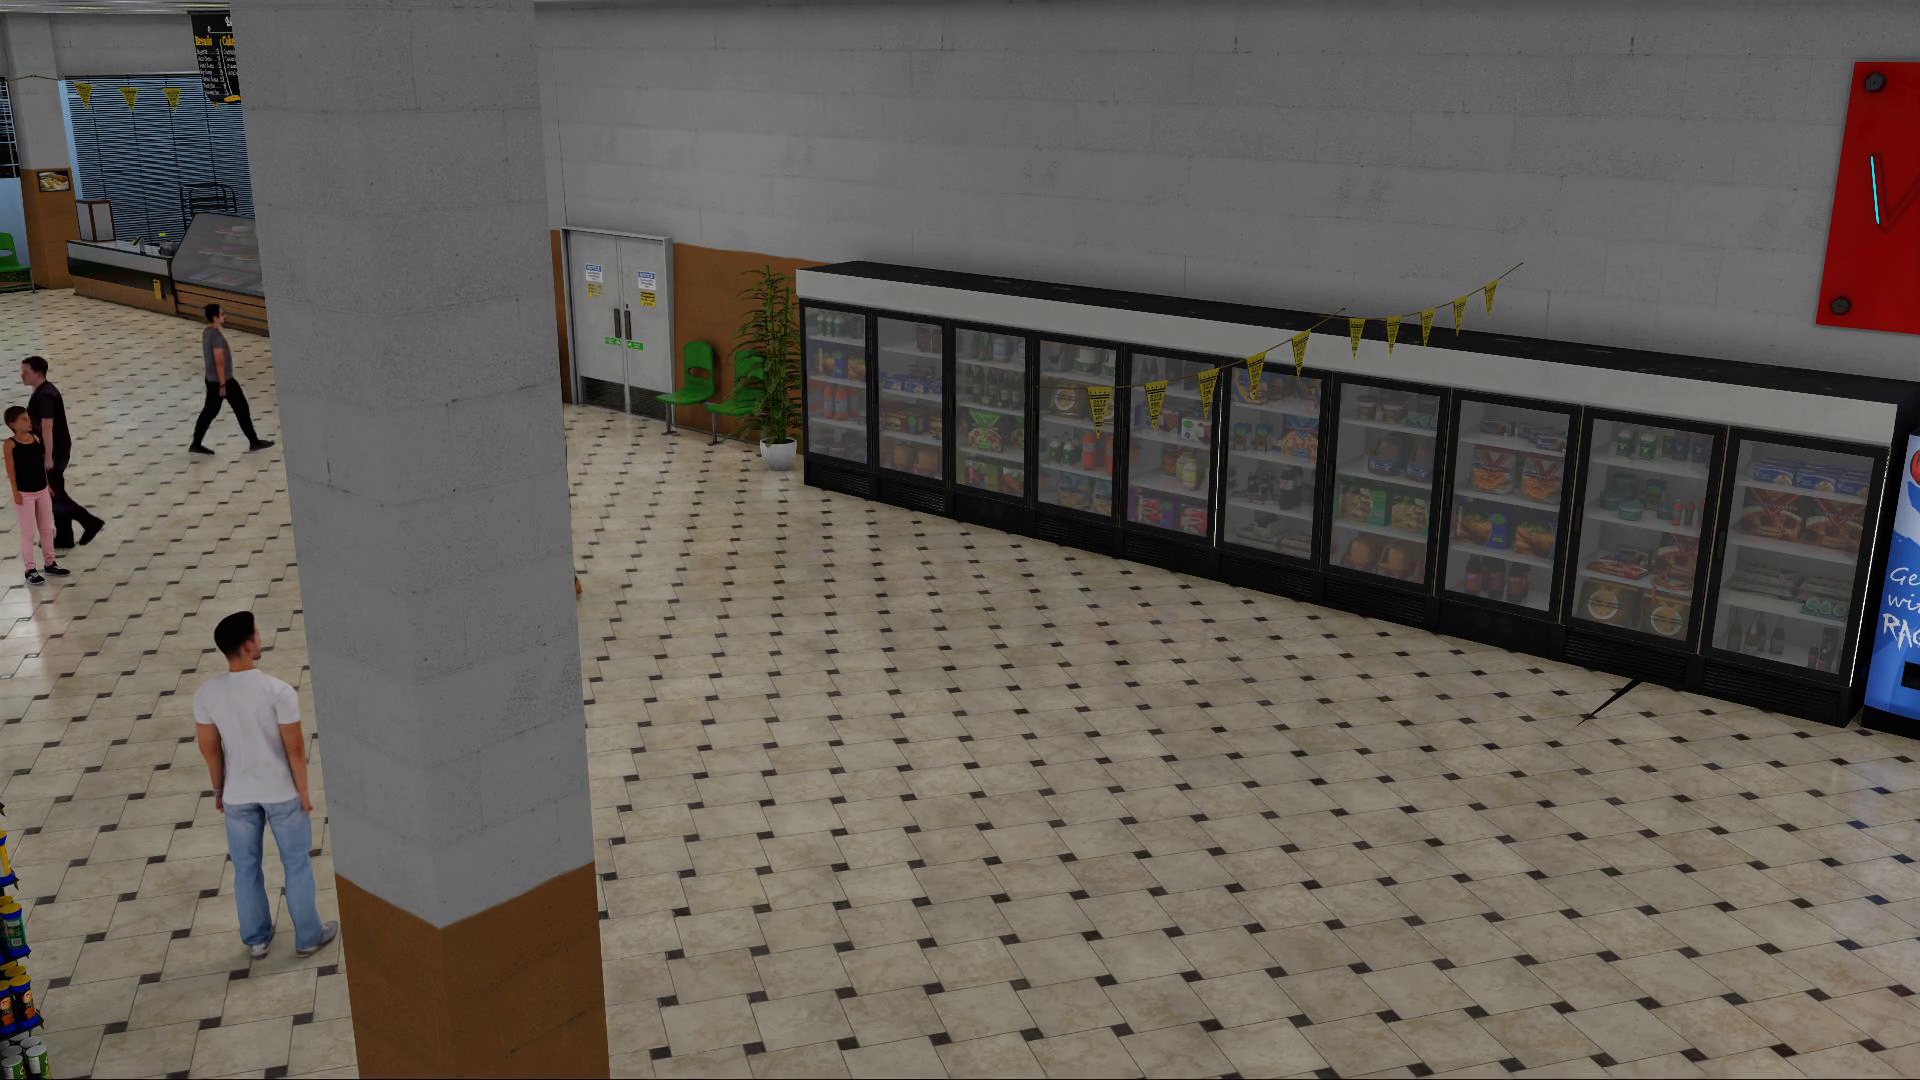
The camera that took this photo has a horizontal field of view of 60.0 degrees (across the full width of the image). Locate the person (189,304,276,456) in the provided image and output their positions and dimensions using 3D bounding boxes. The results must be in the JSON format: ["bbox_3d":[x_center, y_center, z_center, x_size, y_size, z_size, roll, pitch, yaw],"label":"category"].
[{"bbox_3d":[-8.426,-1.775,18.743,1.151,1.722,0.692,-16,23,-42],"label":"person"}]

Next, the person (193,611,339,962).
[{"bbox_3d":[-3.563,1.267,8.484,0.759,1.861,0.800,0,17,-1],"label":"person"}]

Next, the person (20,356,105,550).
[{"bbox_3d":[-8.270,-0.796,15.324,0.924,1.835,0.878,-10,20,-30],"label":"person"}]

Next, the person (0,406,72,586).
[{"bbox_3d":[-8.111,-0.409,14.518,0.639,1.563,0.525,7,18,23],"label":"person"}]
